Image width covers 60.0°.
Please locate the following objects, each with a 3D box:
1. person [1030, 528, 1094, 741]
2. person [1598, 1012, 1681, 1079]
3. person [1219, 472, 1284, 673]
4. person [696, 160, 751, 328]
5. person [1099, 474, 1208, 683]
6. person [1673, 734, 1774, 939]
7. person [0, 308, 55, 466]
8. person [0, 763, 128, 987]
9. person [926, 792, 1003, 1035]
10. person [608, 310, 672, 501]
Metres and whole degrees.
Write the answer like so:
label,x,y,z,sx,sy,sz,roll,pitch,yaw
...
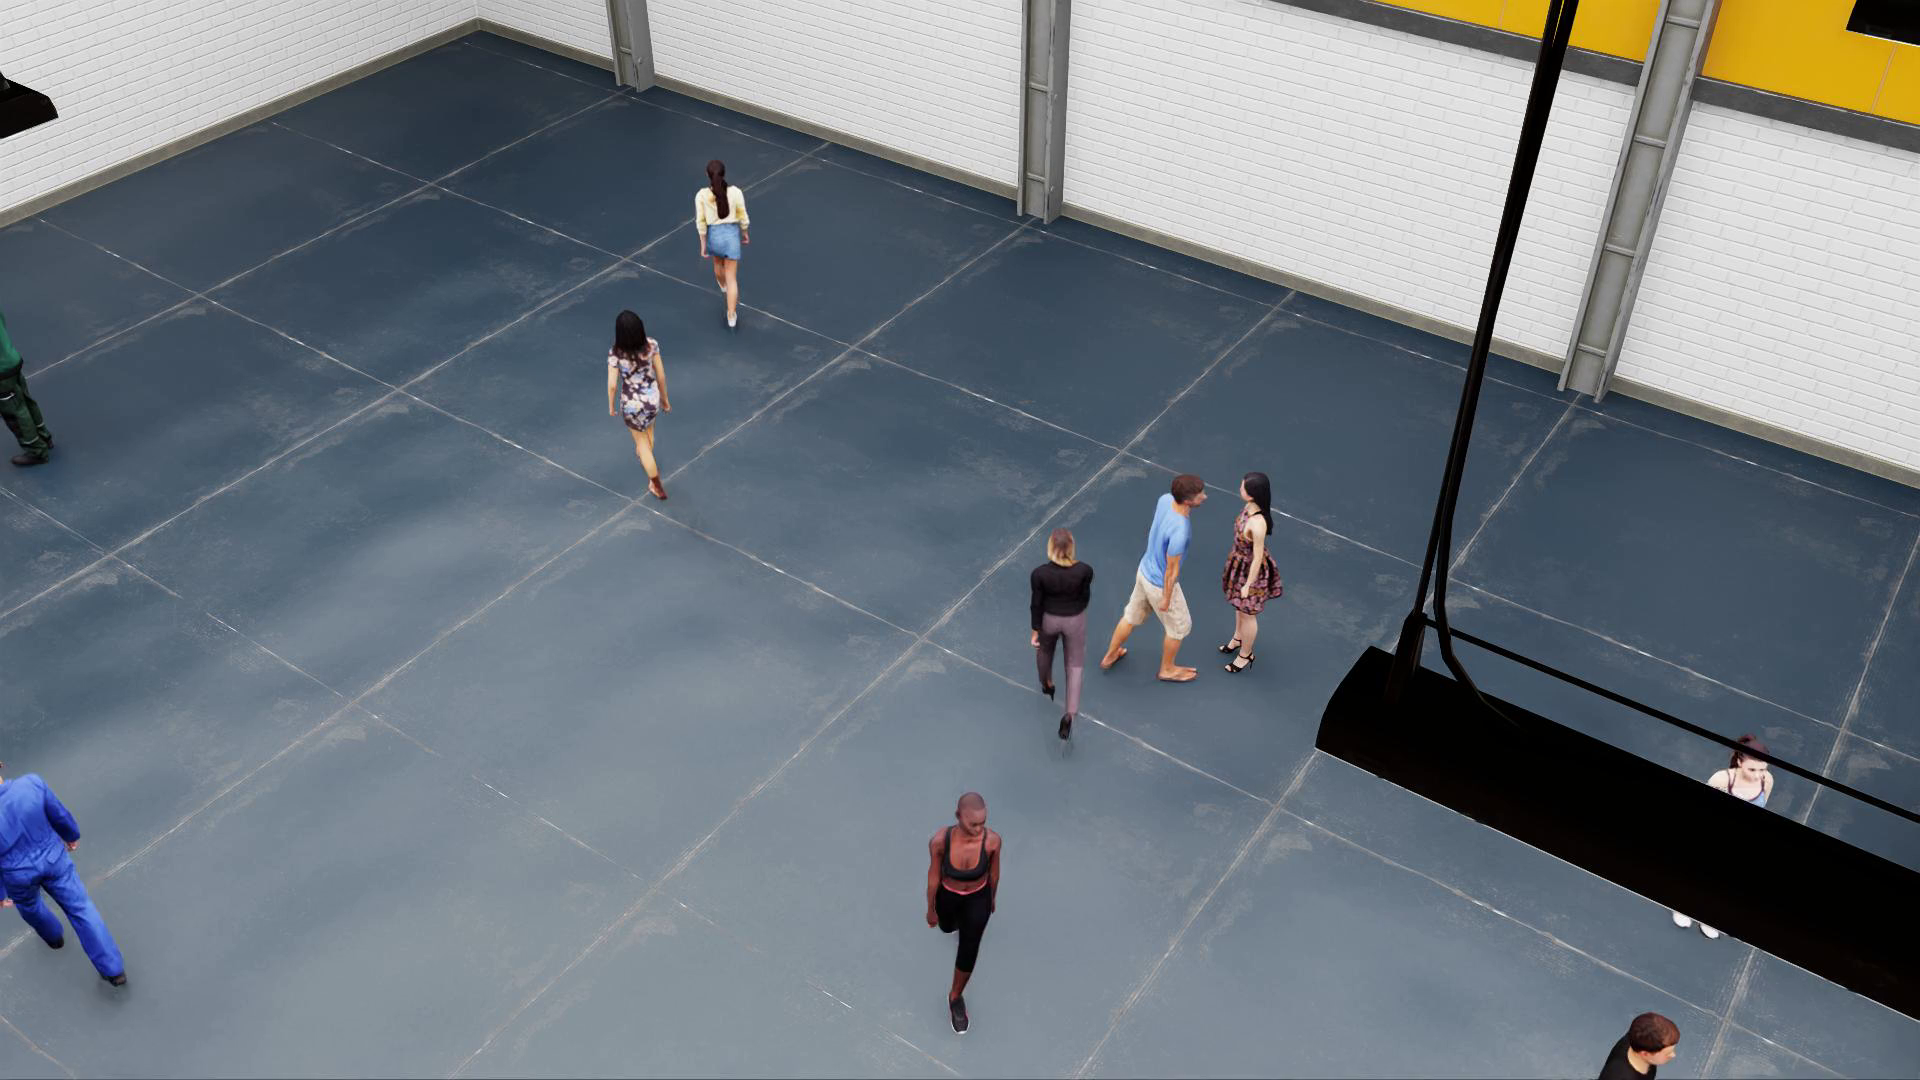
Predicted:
label,x,y,z,sx,sy,sz,roll,pitch,yaw
person,0.718,0.672,11.505,0.997,1.641,0.981,-1,39,-1
person,3.198,2.964,8.474,1.044,1.841,0.801,17,42,20
person,2.069,0.229,11.952,0.841,1.775,0.799,1,39,2
person,-2.252,-2.801,15.908,1.126,1.574,1.185,-6,39,-8
person,1.371,0.277,11.852,1.066,1.825,1.015,-10,40,-12
person,4.632,1.758,10.180,0.700,1.597,0.772,-1,39,-1
person,-8.096,-1.457,14.013,0.826,1.838,0.772,-5,39,-7
person,-5.392,1.960,9.776,1.216,1.786,0.858,31,48,33
person,0.022,2.031,9.733,1.107,1.729,1.053,2,39,3
person,-2.582,-1.062,13.620,0.838,1.711,1.032,-22,44,-25
